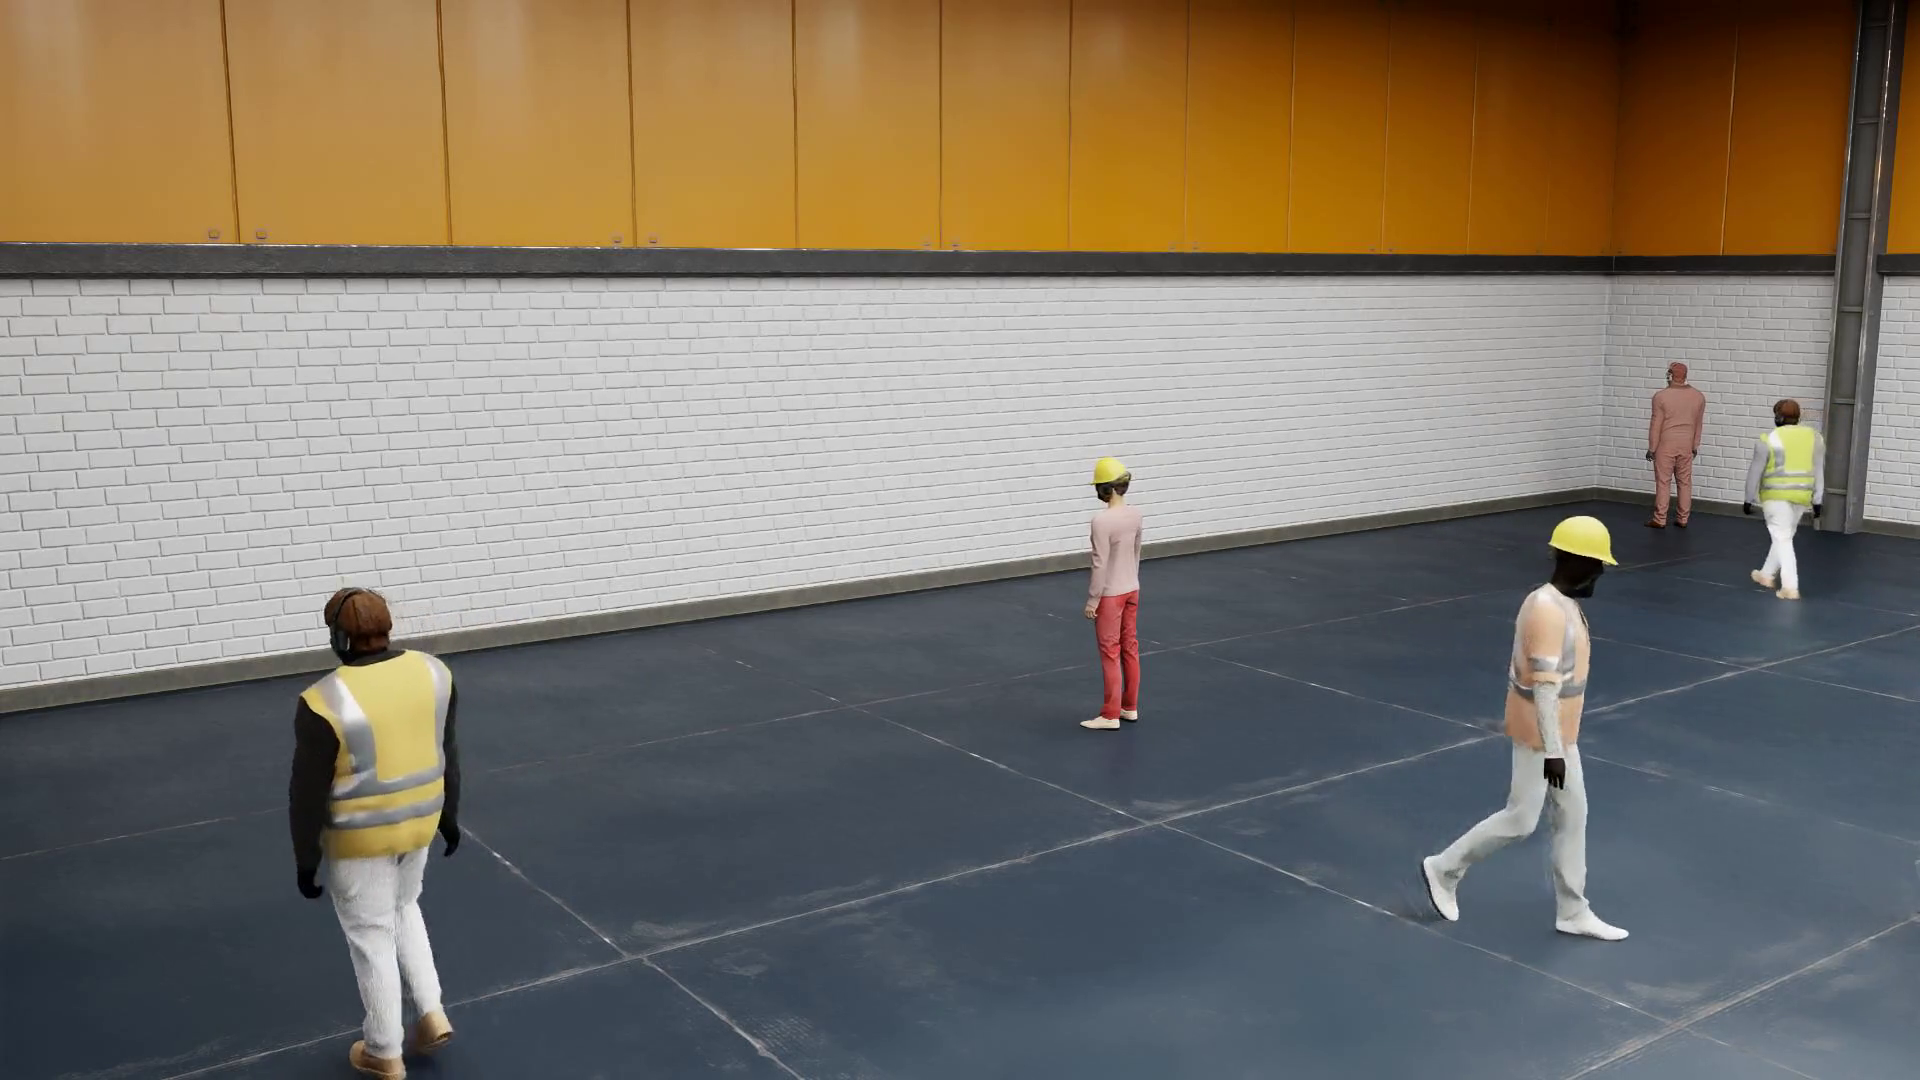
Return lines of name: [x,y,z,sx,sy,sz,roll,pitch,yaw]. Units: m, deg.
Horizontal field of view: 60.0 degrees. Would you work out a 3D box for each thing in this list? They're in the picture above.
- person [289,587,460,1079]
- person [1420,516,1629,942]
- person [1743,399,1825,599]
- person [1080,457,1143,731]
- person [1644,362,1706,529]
person: [-2.116,1.070,6.029,0.446,1.829,0.654,6,11,34]
person: [2.531,0.822,7.357,0.834,1.895,0.641,6,11,31]
person: [7.499,-0.385,15.169,0.630,1.787,0.995,-1,9,-5]
person: [0.978,0.345,10.712,0.318,1.766,0.525,7,11,36]
person: [8.151,-1.077,19.026,0.643,1.913,0.410,-2,9,-10]
